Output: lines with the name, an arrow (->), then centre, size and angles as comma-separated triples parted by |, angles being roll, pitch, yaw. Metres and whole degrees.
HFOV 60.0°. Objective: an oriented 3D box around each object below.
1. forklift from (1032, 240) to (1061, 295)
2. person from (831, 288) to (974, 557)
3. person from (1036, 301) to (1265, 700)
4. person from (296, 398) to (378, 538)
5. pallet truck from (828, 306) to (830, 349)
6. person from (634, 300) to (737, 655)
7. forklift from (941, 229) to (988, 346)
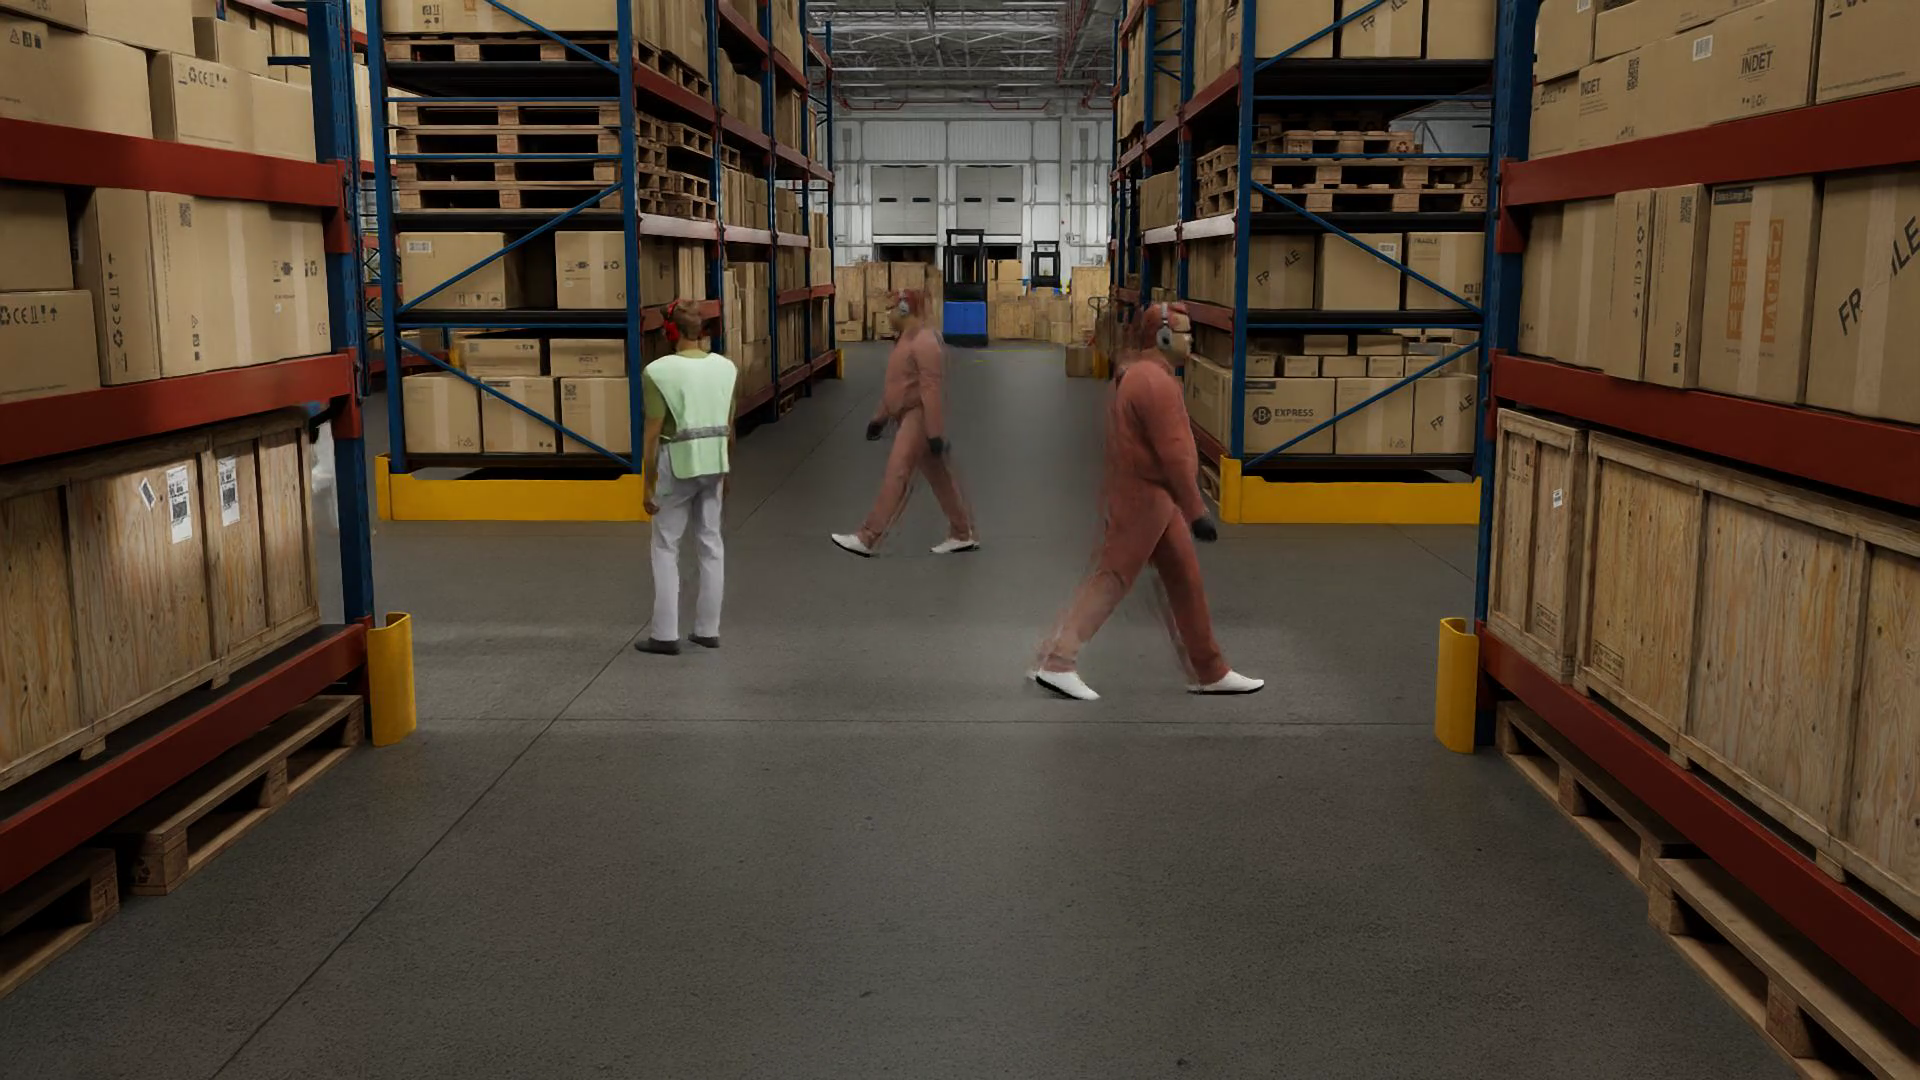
forklift -> 3.172, -9.648, 61.356 | 1.129, 2.768, 1.873 | 0, 9, 1
person -> -0.370, -0.794, 11.429 | 1.065, 1.843, 0.645 | -2, 10, -11
person -> 0.855, -0.166, 7.659 | 1.056, 1.853, 0.628 | 1, 10, 9
person -> -4.634, -0.884, 12.029 | 0.632, 1.827, 0.631 | -1, 10, -7
pallet truck -> -3.100, -3.940, 29.800 | 1.885, 1.965, 0.823 | 3, 10, 19
person -> -1.393, -0.321, 8.628 | 0.577, 1.834, 0.400 | -9, 13, -42
forklift -> 0.124, -6.117, 40.203 | 1.129, 2.768, 1.873 | 0, 9, 1
